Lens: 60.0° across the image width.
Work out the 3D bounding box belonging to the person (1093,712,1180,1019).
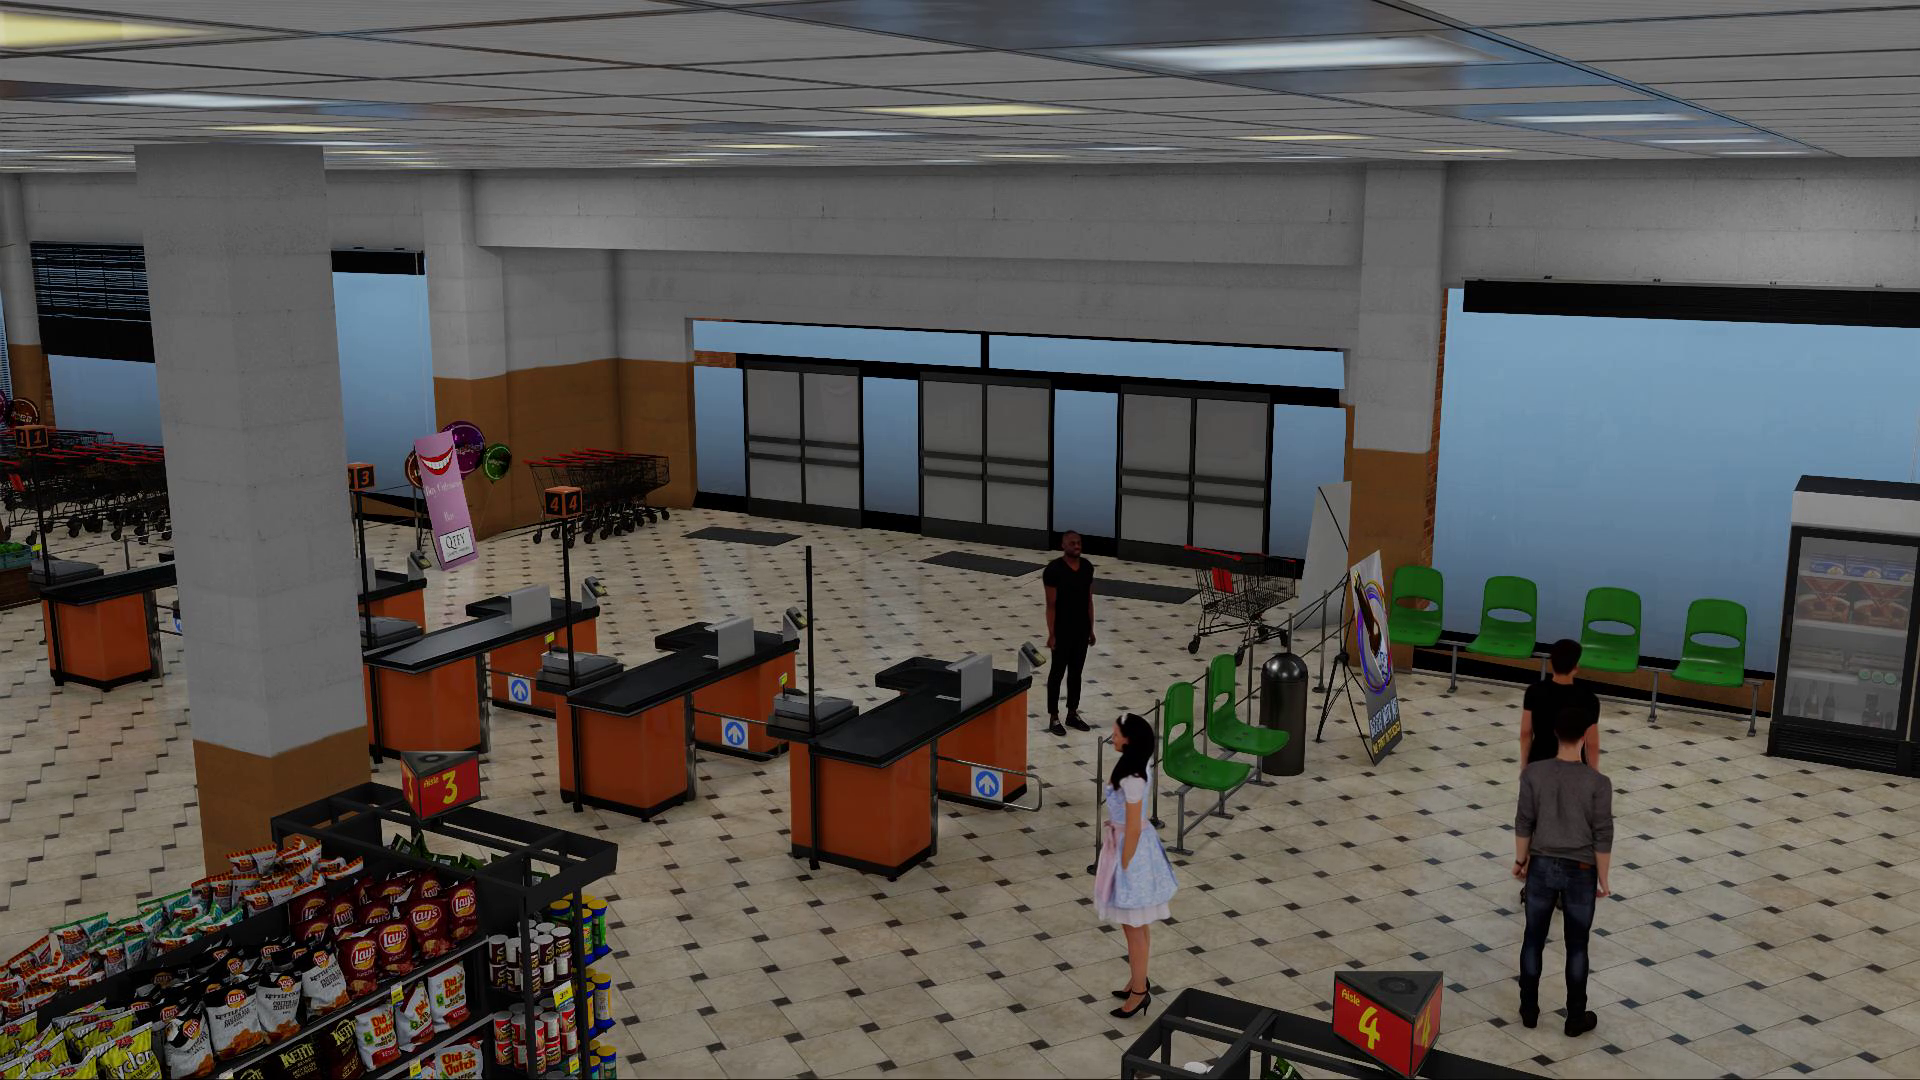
[{"bbox_3d":[0.991,1.878,9.628,0.865,1.815,0.779,2,12,10],"label":"person"}]

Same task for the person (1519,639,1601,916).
[{"bbox_3d":[3.953,1.555,11.050,0.681,1.861,0.593,8,14,34],"label":"person"}]

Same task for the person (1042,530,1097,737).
[{"bbox_3d":[0.963,0.801,14.732,0.686,1.819,0.809,-7,14,-29],"label":"person"}]

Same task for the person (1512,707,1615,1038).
[{"bbox_3d":[3.415,1.874,9.441,0.684,1.898,0.561,7,14,30],"label":"person"}]
